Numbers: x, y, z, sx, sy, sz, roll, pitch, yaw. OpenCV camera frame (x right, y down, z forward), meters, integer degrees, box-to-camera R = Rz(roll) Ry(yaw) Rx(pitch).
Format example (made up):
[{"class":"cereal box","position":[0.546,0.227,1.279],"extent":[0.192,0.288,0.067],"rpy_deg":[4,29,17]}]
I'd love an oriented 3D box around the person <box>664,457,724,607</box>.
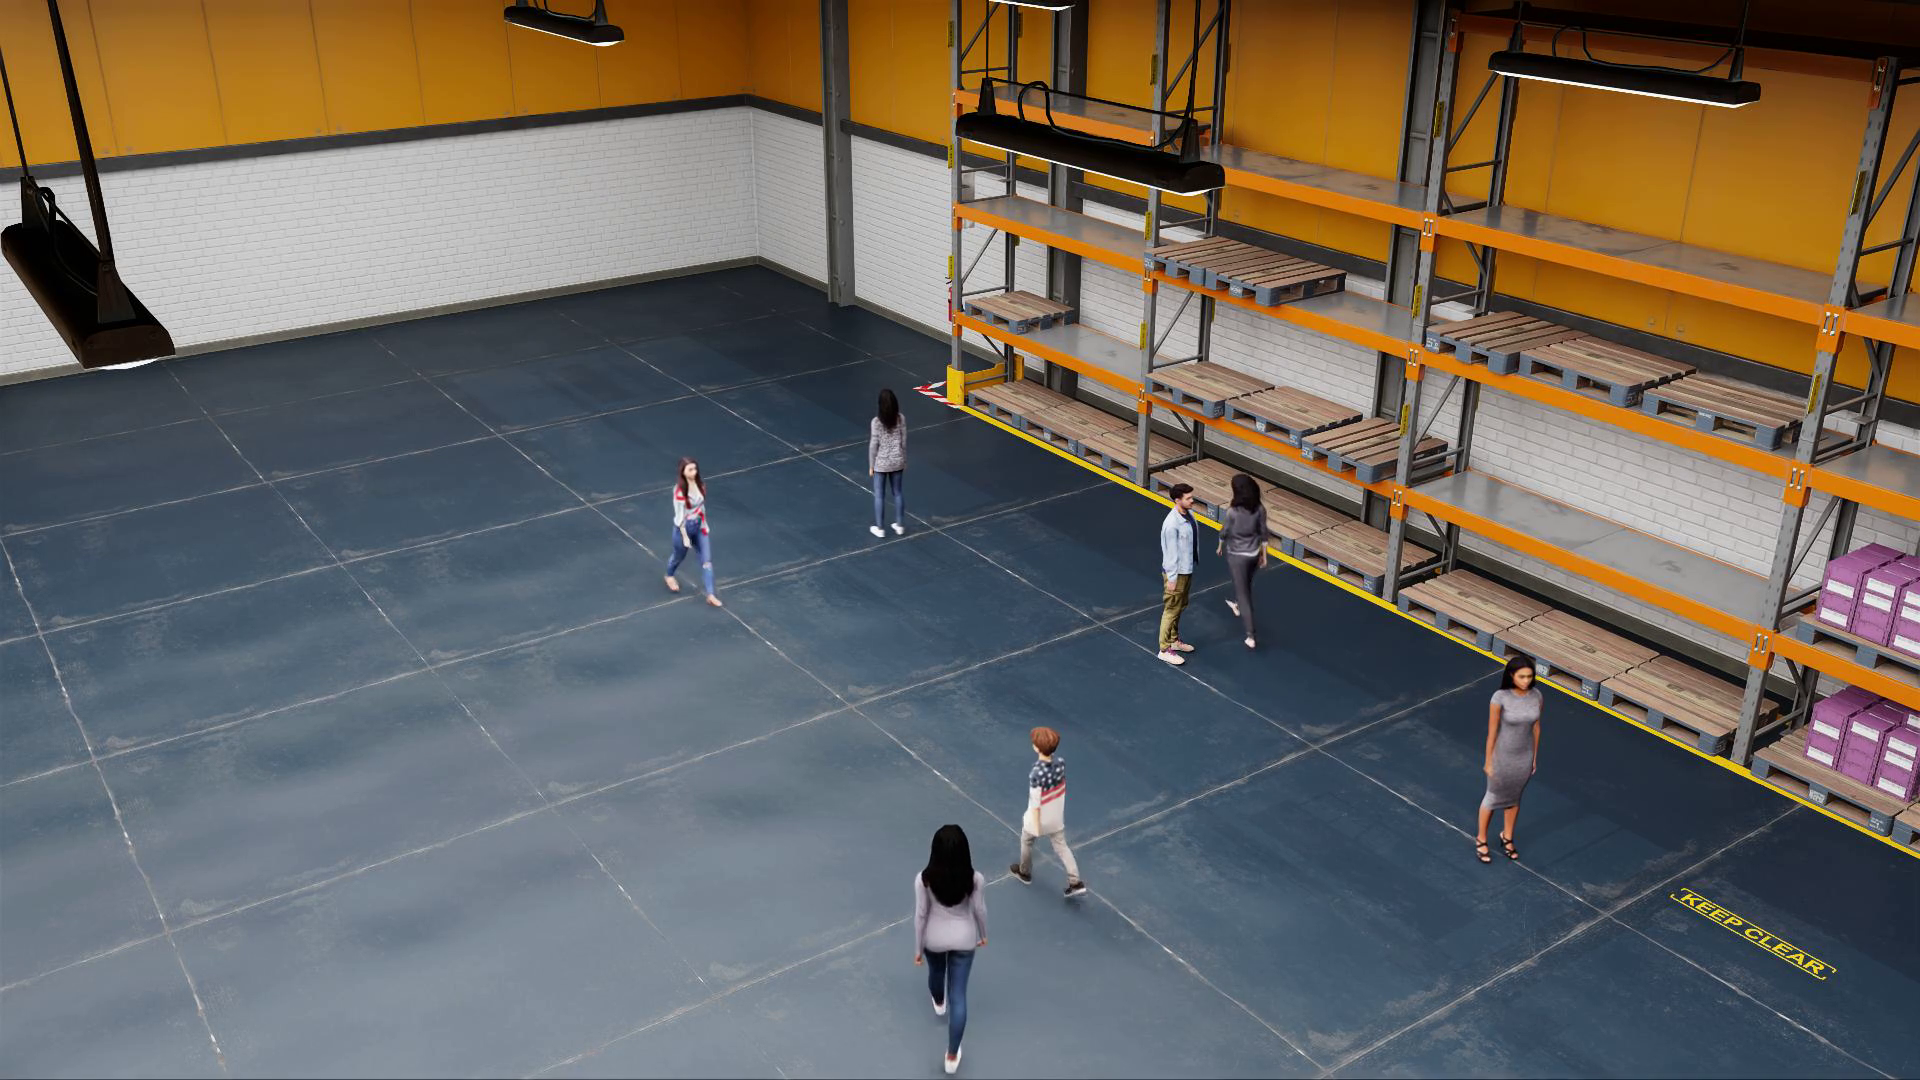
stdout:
[{"class":"person","position":[-2.869,-0.104,17.299],"extent":[0.681,1.576,1.143],"rpy_deg":[-21,31,-39]}]

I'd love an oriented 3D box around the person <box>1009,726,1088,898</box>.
[{"class":"person","position":[0.699,2.066,12.536],"extent":[0.562,1.415,0.955],"rpy_deg":[-18,29,-35]}]

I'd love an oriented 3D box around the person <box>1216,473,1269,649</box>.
[{"class":"person","position":[2.807,0.237,16.350],"extent":[0.825,1.711,1.206],"rpy_deg":[-6,24,-13]}]

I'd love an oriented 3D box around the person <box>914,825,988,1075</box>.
[{"class":"person","position":[-0.073,2.683,10.767],"extent":[1.012,1.701,1.139],"rpy_deg":[1,24,2]}]

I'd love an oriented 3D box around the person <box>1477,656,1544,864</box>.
[{"class":"person","position":[4.266,1.699,12.921],"extent":[0.643,1.780,0.645],"rpy_deg":[-4,24,-8]}]

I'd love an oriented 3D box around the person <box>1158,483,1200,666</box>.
[{"class":"person","position":[2.105,0.298,16.085],"extent":[0.749,1.812,0.763],"rpy_deg":[11,26,24]}]

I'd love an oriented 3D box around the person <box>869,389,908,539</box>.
[{"class":"person","position":[-0.813,-0.876,18.872],"extent":[0.643,1.731,0.573],"rpy_deg":[-12,26,-25]}]
